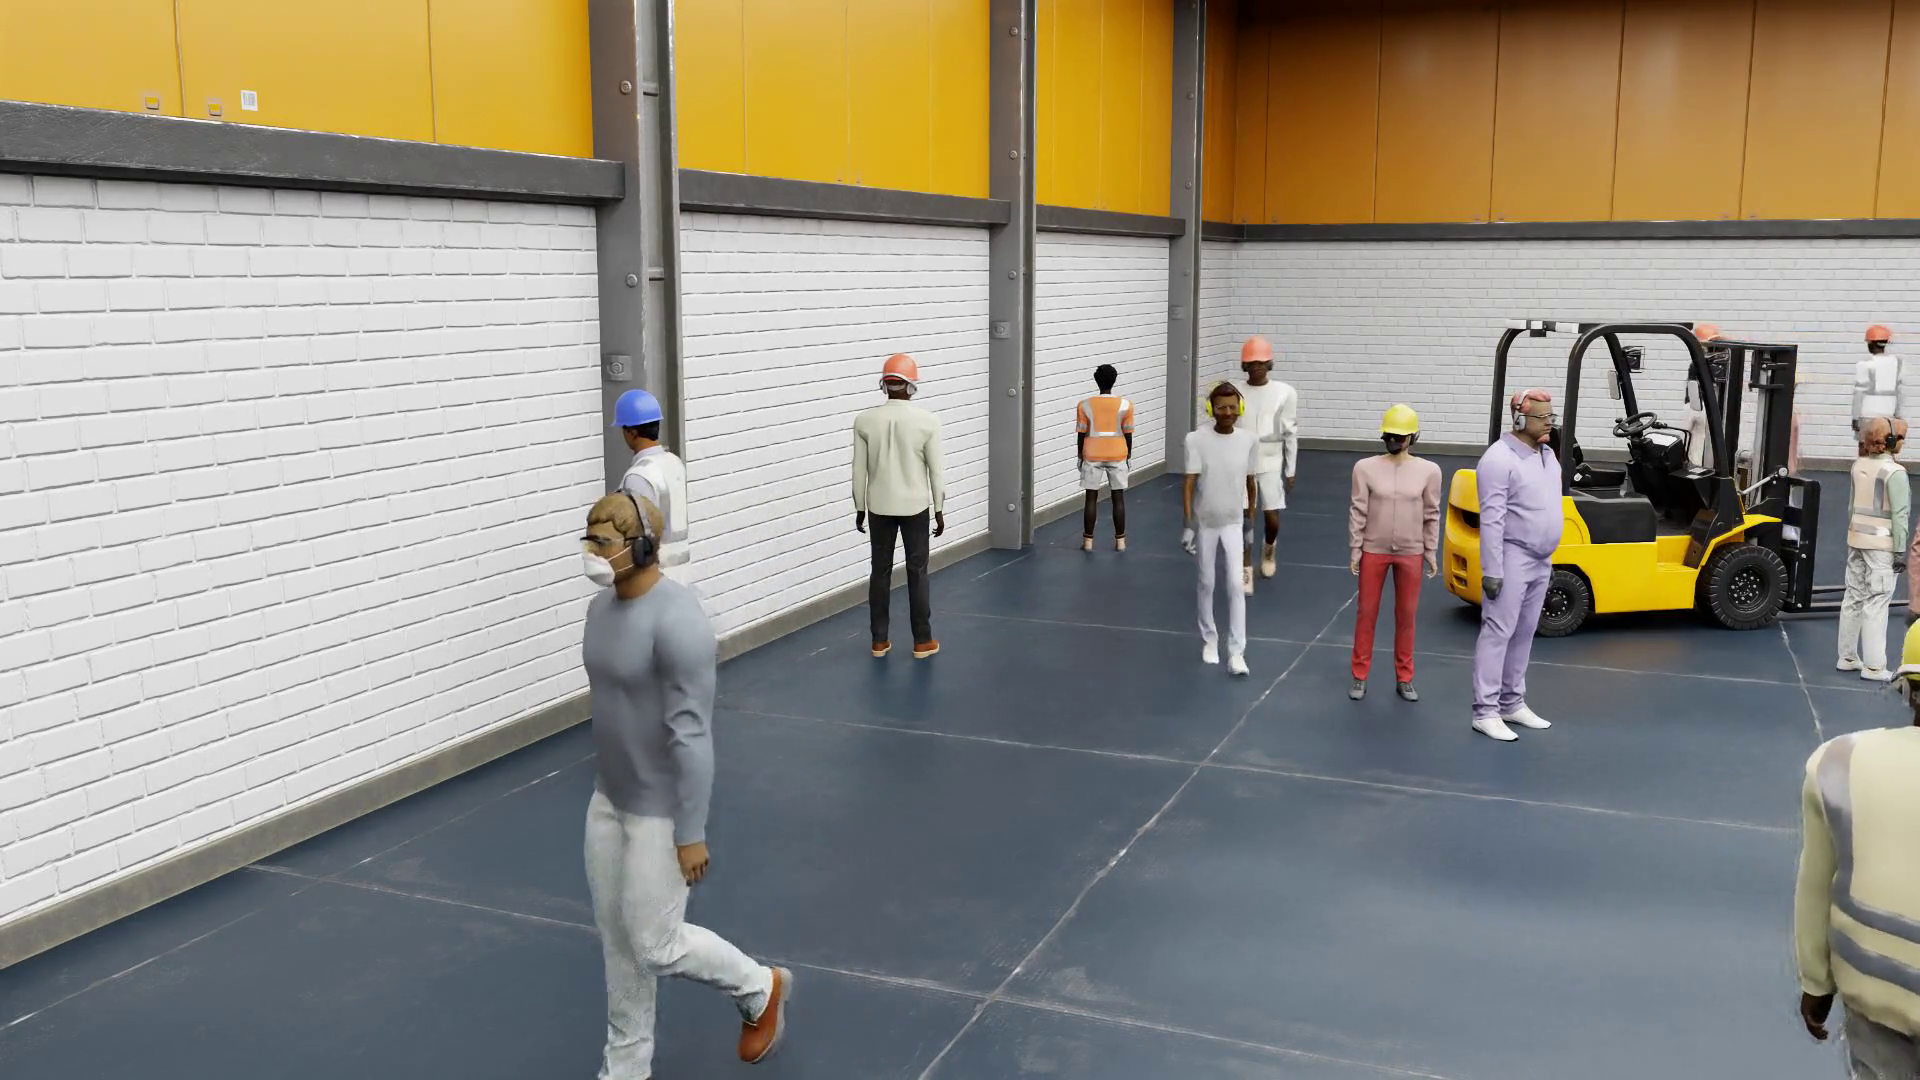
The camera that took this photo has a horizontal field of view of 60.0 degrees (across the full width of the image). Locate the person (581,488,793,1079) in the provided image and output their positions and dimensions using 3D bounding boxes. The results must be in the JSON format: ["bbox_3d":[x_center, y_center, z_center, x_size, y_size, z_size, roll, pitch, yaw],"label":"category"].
[{"bbox_3d":[-0.890,0.790,5.013,0.669,1.926,0.642,-8,12,-38],"label":"person"}]

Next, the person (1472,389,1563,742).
[{"bbox_3d":[3.069,0.128,9.073,0.649,1.906,0.401,-8,13,-42],"label":"person"}]

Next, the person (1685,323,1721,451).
[{"bbox_3d":[7.497,-1.194,16.842,0.658,1.981,0.427,-7,12,-35],"label":"person"}]

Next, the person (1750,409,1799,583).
[{"bbox_3d":[6.576,-0.541,13.654,0.547,1.717,0.877,-8,12,-41],"label":"person"}]

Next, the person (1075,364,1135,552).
[{"bbox_3d":[1.300,-0.732,14.949,0.533,1.690,0.321,1,9,3],"label":"person"}]

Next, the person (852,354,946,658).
[{"bbox_3d":[-0.393,-0.219,10.915,0.622,1.990,0.398,2,10,10],"label":"person"}]

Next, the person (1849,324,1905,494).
[{"bbox_3d":[10.114,-1.406,18.313,0.572,1.921,0.574,-1,9,-4],"label":"person"}]

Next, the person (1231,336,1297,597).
[{"bbox_3d":[2.328,-0.589,13.057,0.609,2.031,0.609,2,10,11],"label":"person"}]

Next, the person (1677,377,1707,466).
[{"bbox_3d":[6.953,-0.781,15.518,0.516,1.593,0.846,-2,10,-13],"label":"person"}]

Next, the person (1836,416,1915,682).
[{"bbox_3d":[5.684,0.055,10.323,0.307,1.641,0.513,-1,9,-4],"label":"person"}]

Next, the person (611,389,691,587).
[{"bbox_3d":[-1.575,0.204,8.502,0.402,1.943,0.605,1,9,8],"label":"person"}]

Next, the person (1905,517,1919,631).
[{"bbox_3d":[4.812,0.330,7.854,0.403,1.904,0.652,-9,13,-42],"label":"person"}]

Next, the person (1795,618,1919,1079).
[{"bbox_3d":[2.202,1.039,3.808,0.588,1.819,0.607,-6,11,-34],"label":"person"}]

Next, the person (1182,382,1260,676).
[{"bbox_3d":[1.644,-0.066,10.461,0.512,1.833,0.875,0,9,0],"label":"person"}]

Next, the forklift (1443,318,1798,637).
[{"bbox_3d":[4.706,-0.497,11.990,2.313,2.155,1.214,-2,10,-10],"label":"forklift"}]

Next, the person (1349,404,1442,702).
[{"bbox_3d":[2.553,0.081,9.795,0.525,1.765,0.329,2,9,9],"label":"person"}]
